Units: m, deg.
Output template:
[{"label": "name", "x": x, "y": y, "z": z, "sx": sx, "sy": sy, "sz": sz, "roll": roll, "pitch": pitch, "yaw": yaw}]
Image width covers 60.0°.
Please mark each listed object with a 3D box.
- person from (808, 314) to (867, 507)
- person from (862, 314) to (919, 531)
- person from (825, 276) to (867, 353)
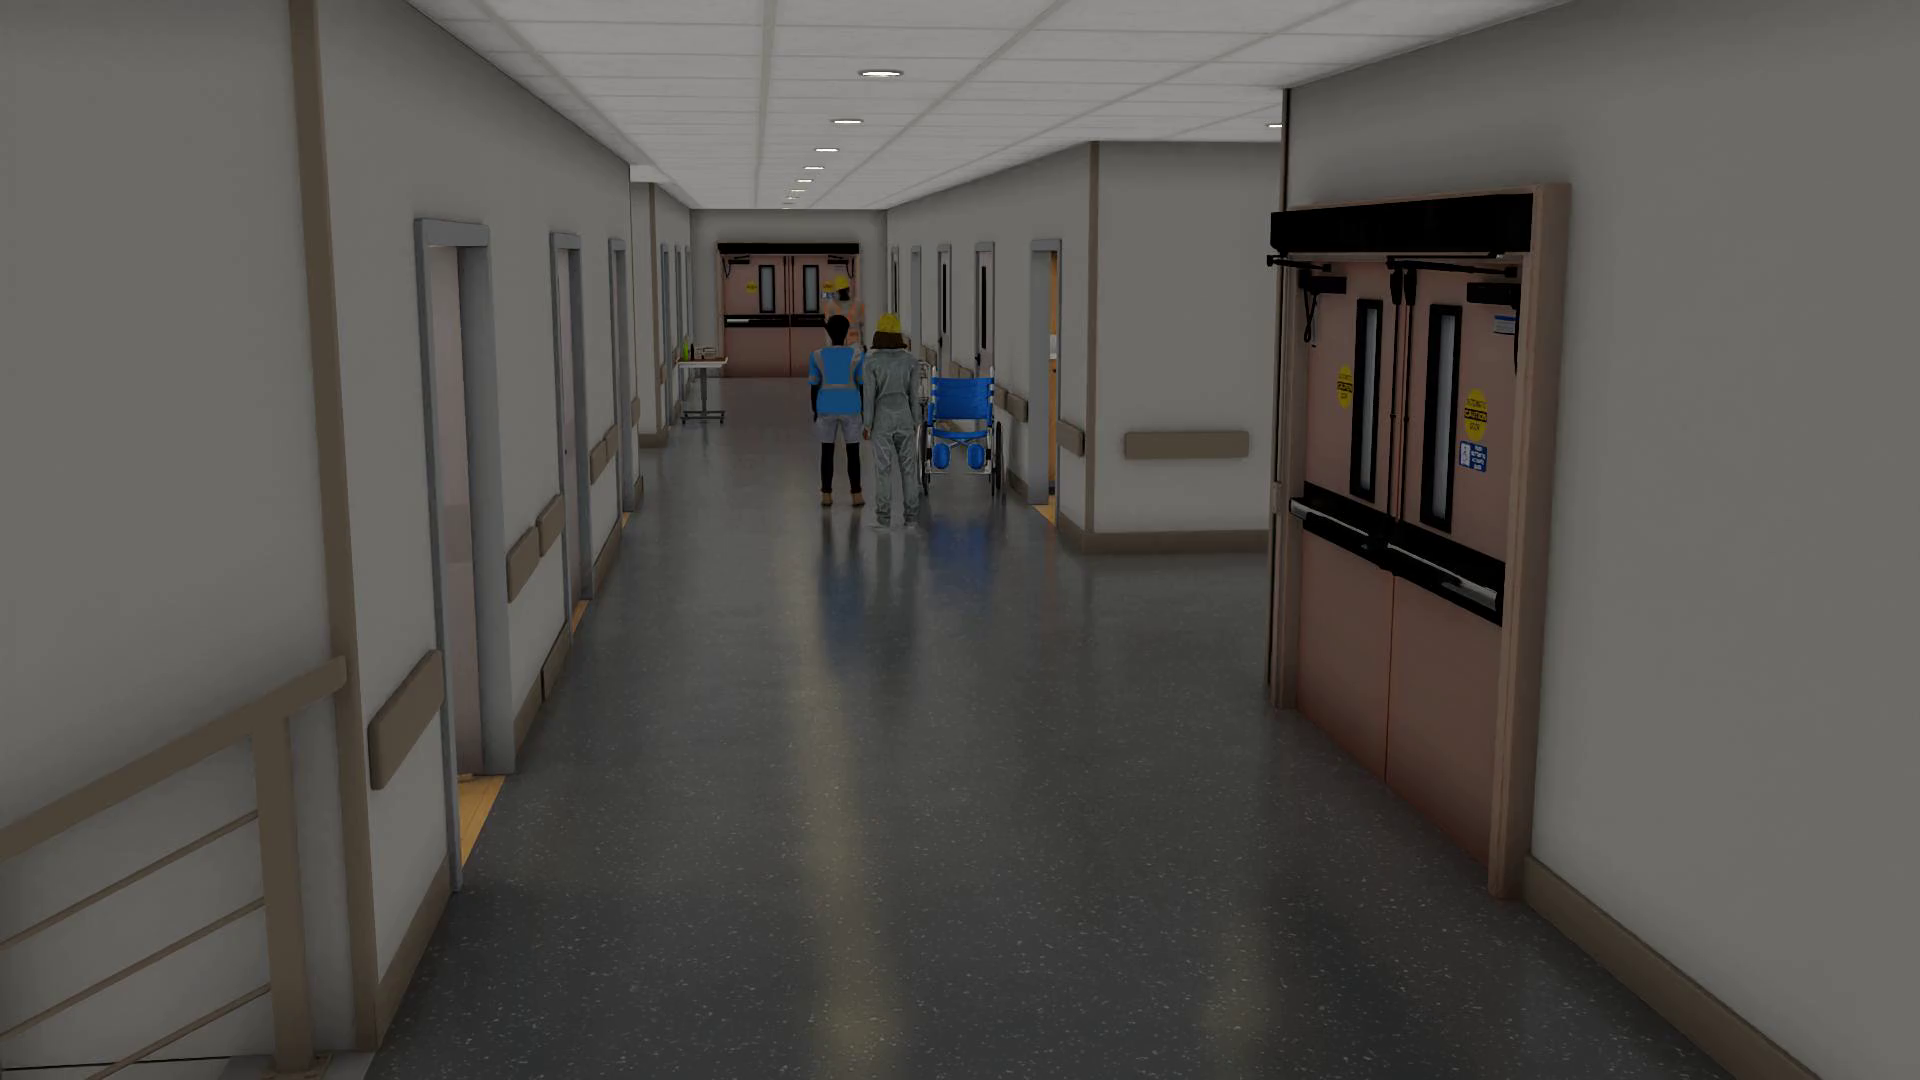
[{"label": "person", "x": -1.061, "y": -1.127, "z": 14.612, "sx": 0.536, "sy": 1.698, "sz": 0.319, "roll": 1, "pitch": 10, "yaw": 3}, {"label": "person", "x": -0.564, "y": -0.945, "z": 13.401, "sx": 0.487, "sy": 1.744, "sz": 0.312, "roll": -4, "pitch": 11, "yaw": -23}, {"label": "person", "x": -1.657, "y": -2.882, "z": 24.198, "sx": 0.604, "sy": 1.903, "sz": 0.586, "roll": -1, "pitch": 10, "yaw": -7}]
